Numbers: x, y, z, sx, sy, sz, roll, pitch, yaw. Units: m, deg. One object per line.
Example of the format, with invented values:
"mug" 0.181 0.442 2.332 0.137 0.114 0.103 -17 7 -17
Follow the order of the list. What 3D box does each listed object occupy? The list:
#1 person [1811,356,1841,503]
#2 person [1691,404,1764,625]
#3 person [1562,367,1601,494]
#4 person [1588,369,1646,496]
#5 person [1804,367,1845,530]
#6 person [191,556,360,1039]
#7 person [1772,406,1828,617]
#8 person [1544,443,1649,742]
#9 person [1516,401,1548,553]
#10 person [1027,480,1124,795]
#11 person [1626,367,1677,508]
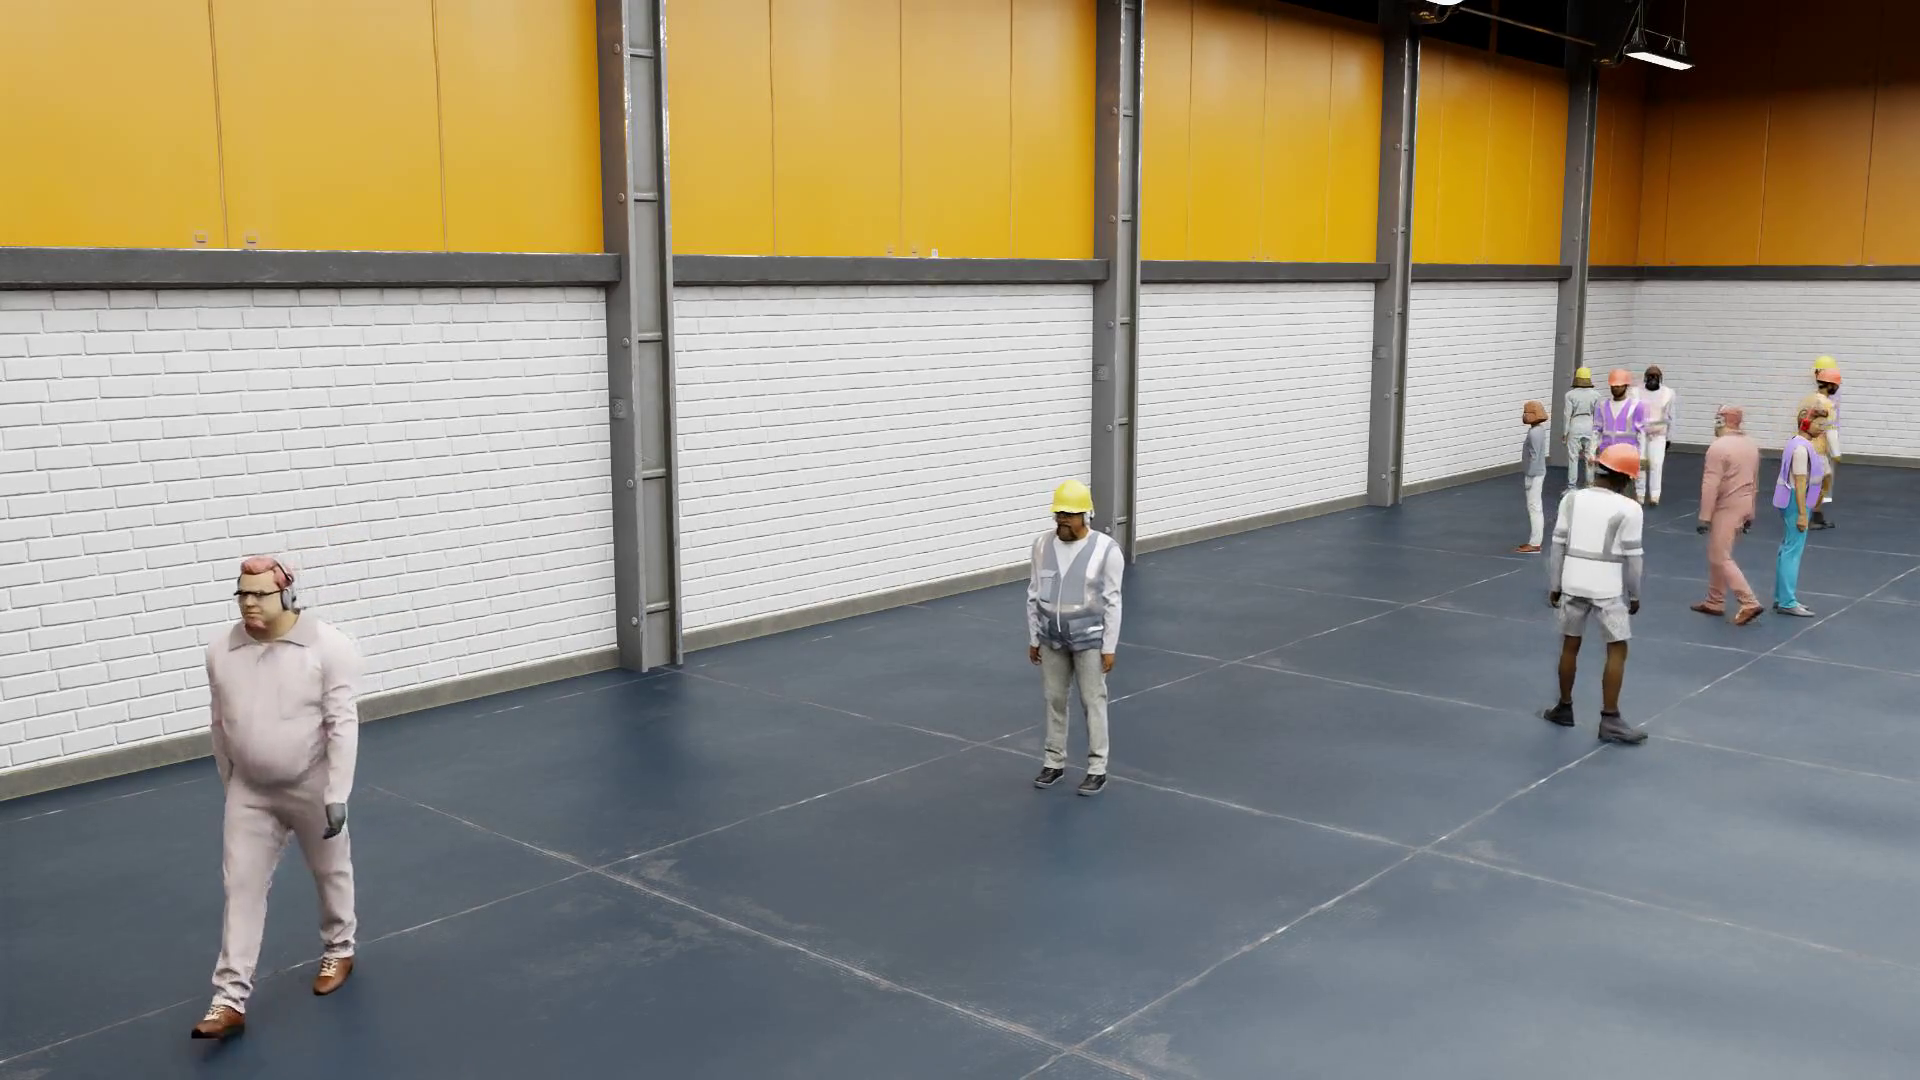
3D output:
"person" 11.283 -1.440 21.753 0.387 1.926 0.591 3 10 19
"person" 6.655 -0.234 14.358 0.674 1.880 0.693 -8 12 -40
"person" 8.394 -1.469 22.512 0.488 1.743 0.321 0 9 3
"person" 7.412 -0.976 18.888 0.581 1.905 0.875 8 12 42
"person" 10.077 -1.047 19.329 0.604 1.916 0.555 2 9 12
"person" -2.708 0.999 6.600 0.638 1.868 0.963 0 9 1
"person" 7.351 -0.258 14.614 0.388 1.837 0.564 4 10 21
"person" 4.153 0.325 10.769 0.459 1.903 0.860 -7 12 -39
"person" 6.153 -0.675 17.870 0.266 1.631 0.507 4 10 25
"person" 0.644 0.557 9.560 0.587 1.825 0.404 5 10 28
"person" 8.828 -1.314 21.365 0.631 1.798 0.939 4 10 25
